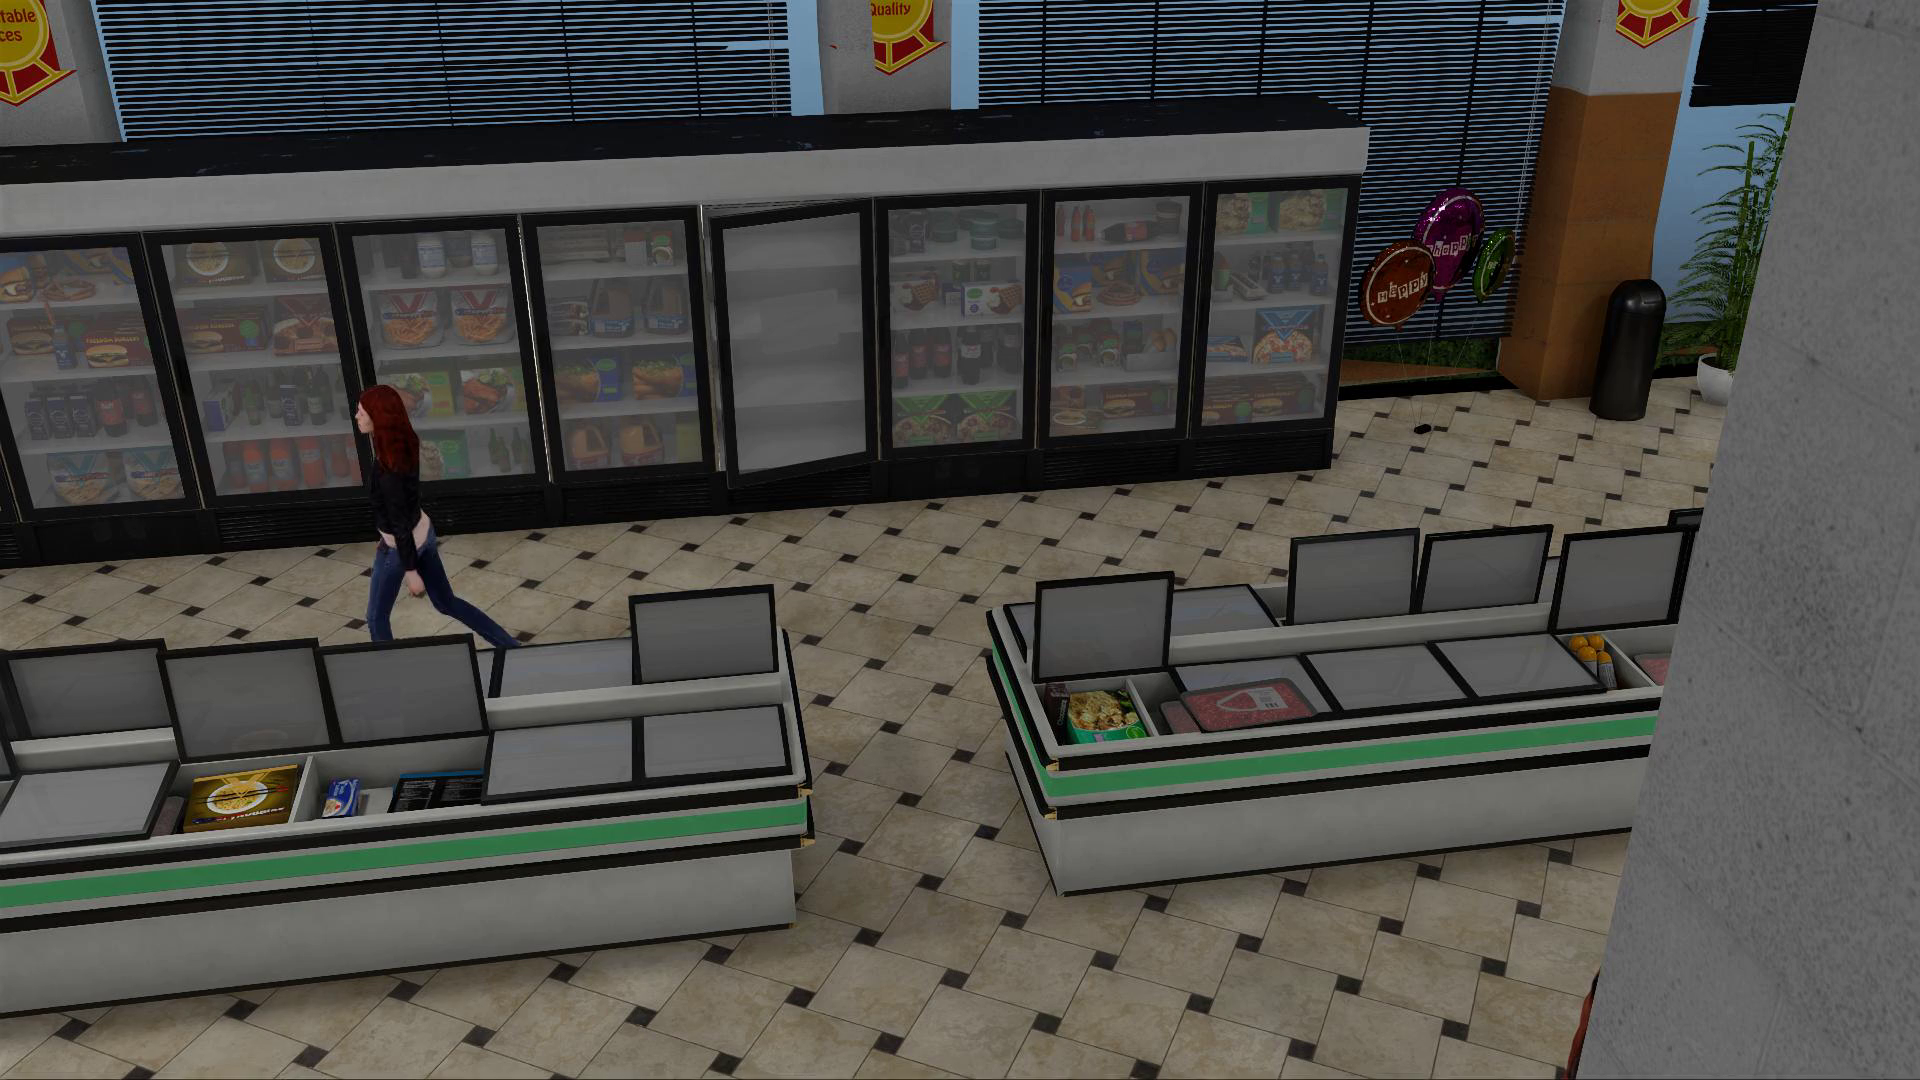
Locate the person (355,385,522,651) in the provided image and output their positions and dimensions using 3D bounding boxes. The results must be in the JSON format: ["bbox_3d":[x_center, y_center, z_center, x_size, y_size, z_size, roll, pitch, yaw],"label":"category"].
[{"bbox_3d":[-2.616,0.067,8.187,1.200,1.755,0.601,-3,27,-6],"label":"person"}]
